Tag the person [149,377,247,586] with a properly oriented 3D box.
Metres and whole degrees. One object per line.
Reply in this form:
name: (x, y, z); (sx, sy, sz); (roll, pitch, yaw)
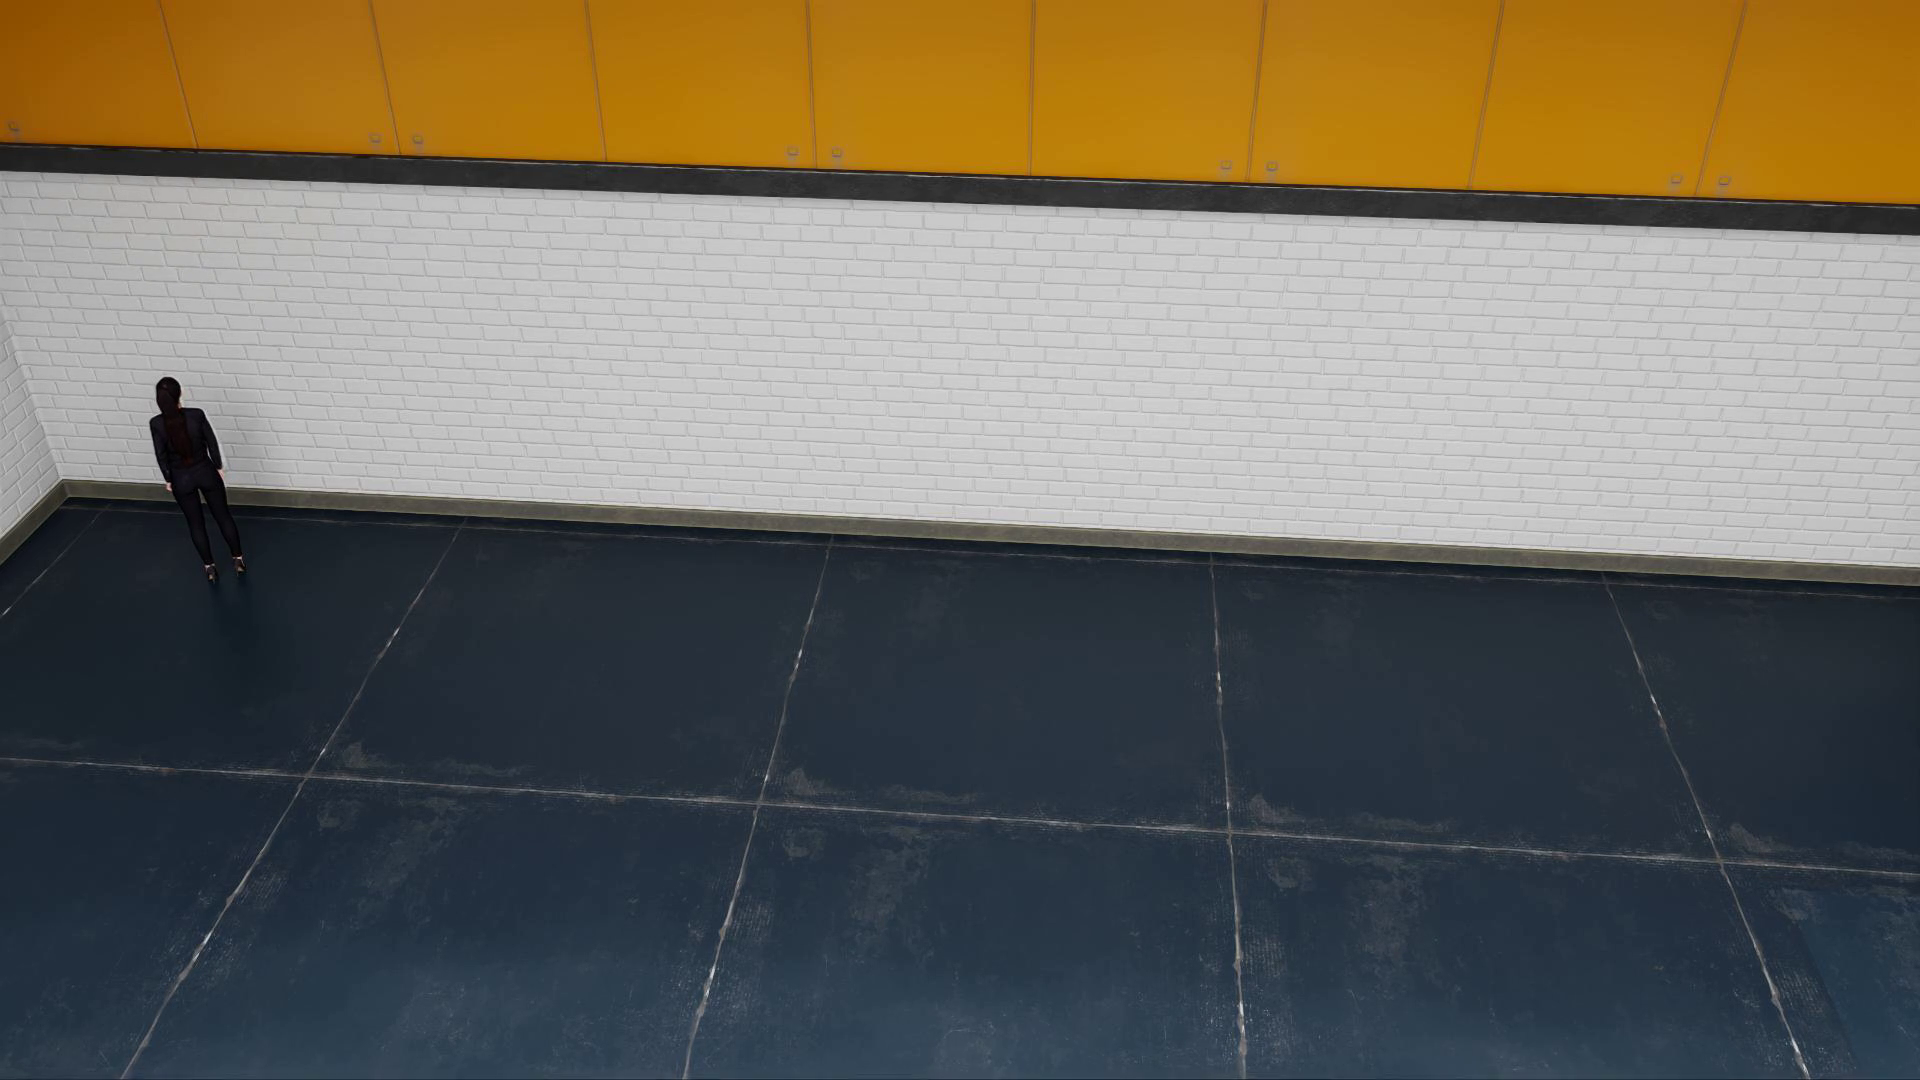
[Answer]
person: (-5.677, -0.449, 12.359); (0.640, 1.711, 0.643); (-15, 36, -21)
